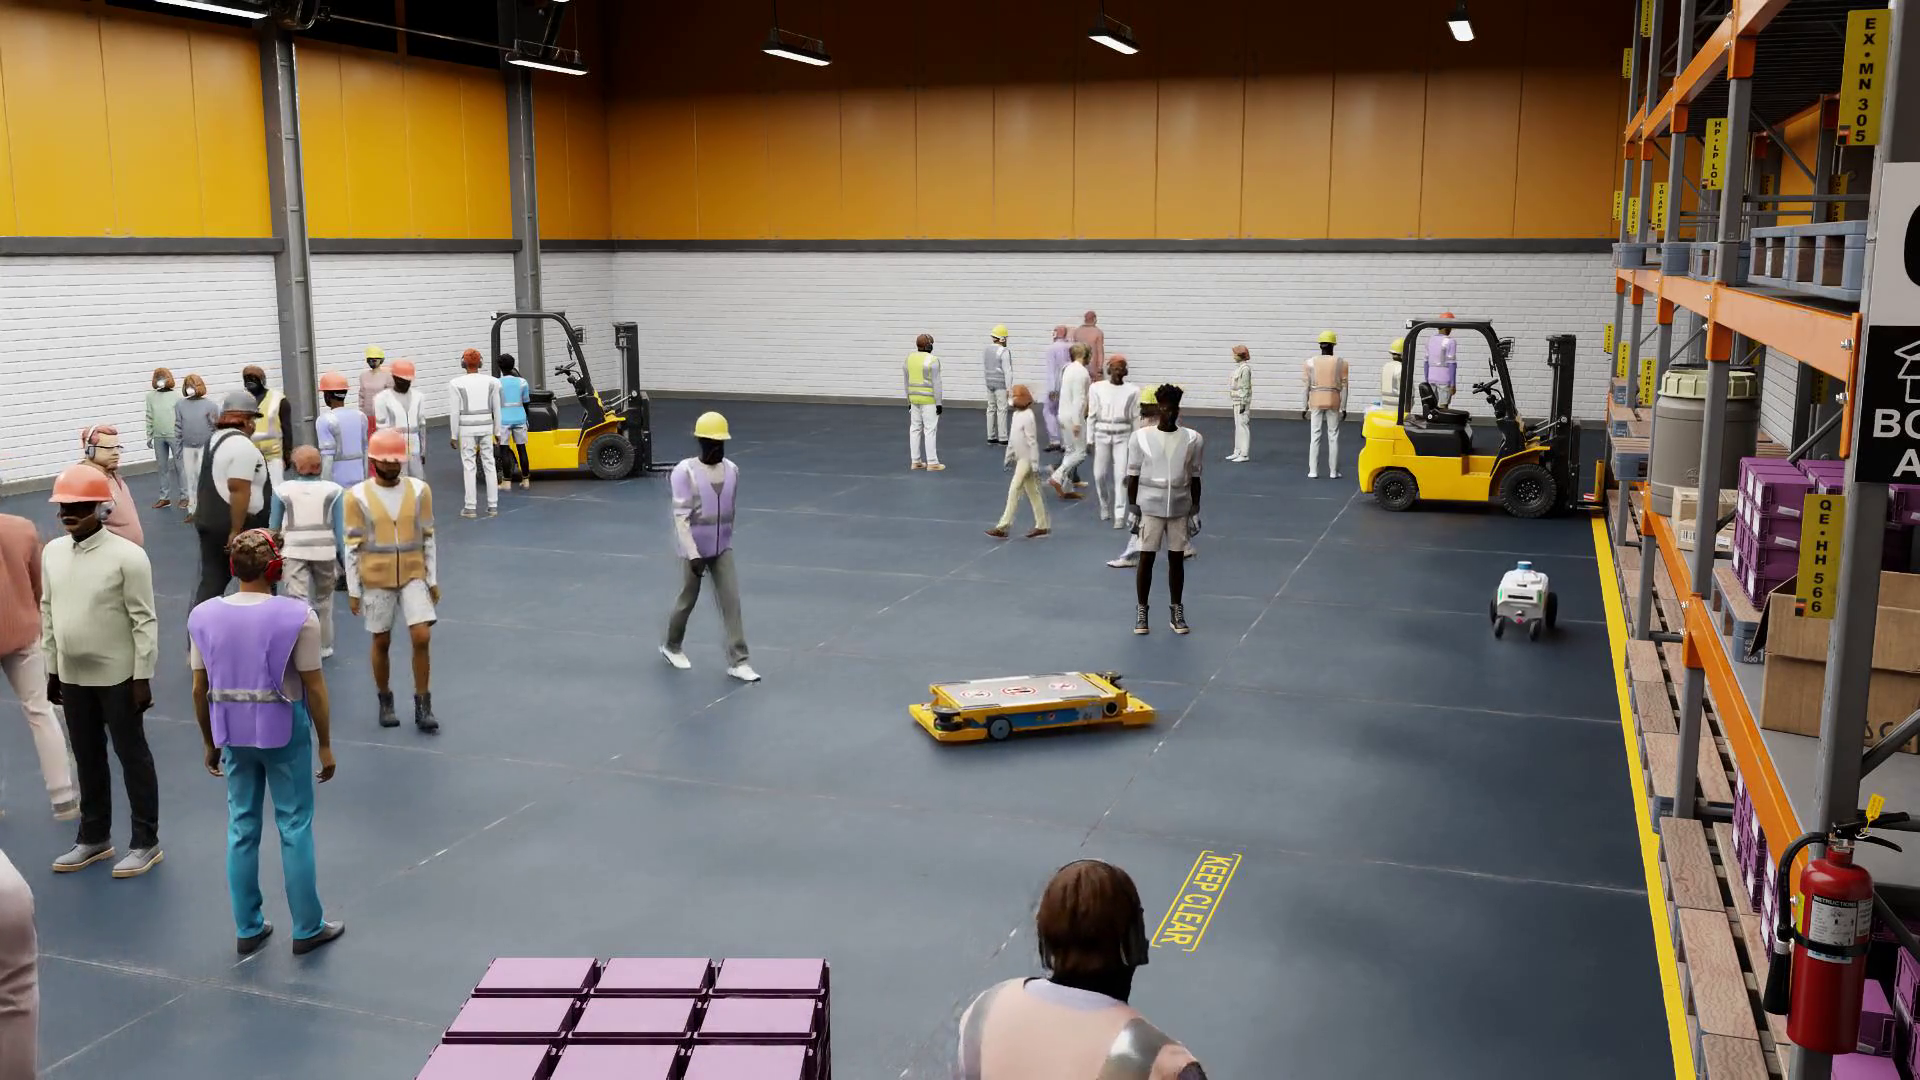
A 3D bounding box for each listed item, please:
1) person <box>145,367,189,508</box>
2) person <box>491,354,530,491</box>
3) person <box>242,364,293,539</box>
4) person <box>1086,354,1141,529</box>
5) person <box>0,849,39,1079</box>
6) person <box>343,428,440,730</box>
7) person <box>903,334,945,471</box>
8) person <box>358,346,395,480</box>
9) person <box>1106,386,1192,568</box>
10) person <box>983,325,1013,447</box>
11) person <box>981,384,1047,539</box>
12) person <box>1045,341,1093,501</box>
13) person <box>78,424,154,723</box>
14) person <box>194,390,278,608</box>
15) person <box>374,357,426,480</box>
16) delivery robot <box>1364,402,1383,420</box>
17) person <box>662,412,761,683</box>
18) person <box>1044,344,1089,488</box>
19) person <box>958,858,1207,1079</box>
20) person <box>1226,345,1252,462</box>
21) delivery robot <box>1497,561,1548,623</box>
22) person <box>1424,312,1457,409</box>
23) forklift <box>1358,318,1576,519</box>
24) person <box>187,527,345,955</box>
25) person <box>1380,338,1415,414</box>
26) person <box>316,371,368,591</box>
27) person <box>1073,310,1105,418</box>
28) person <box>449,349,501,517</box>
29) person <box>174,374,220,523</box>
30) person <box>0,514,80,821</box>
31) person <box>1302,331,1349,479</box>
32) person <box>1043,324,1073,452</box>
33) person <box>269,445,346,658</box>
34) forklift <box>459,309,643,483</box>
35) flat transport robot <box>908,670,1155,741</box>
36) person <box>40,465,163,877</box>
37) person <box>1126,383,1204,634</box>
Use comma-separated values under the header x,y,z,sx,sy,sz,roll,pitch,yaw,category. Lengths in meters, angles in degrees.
x,y,z,sx,sy,sz,roll,pitch,yaw,category
-9.139,-1.175,19.184,0.507,1.632,0.279,1,10,5,person
-5.568,-1.455,20.573,0.539,1.698,0.318,-9,13,-40,person
-7.065,-0.850,16.771,0.633,1.842,0.429,-1,10,-7,person
1.664,-1.081,18.020,0.600,1.862,0.760,2,10,10,person
-2.535,1.369,4.092,0.651,1.904,0.403,6,12,32,person
-3.498,0.259,10.321,0.574,1.912,0.679,-6,12,-29,person
-0.468,-1.856,22.434,0.622,1.844,0.429,8,13,40,person
-7.358,-1.567,21.010,0.522,1.772,0.302,2,10,13,person
1.839,-0.605,15.749,0.925,1.717,0.531,-3,10,-15,person
0.598,-2.328,25.114,0.403,1.833,0.591,-8,13,-37,person
0.554,-0.797,17.130,0.815,1.592,0.534,-2,10,-13,person
1.323,-1.396,19.656,0.547,1.907,0.655,-2,10,-12,person
-5.419,0.210,10.624,0.403,1.904,0.651,-2,10,-12,person
-5.307,-0.142,12.221,0.702,2.000,0.942,7,12,36,person
-5.756,-0.932,17.058,0.658,1.908,0.543,9,14,42,person
6.588,-1.946,26.300,0.477,0.478,0.707,2,10,9,delivery robot
-1.805,0.032,11.707,0.593,1.890,0.967,-9,14,-42,person
1.333,-1.514,20.567,0.636,1.830,0.520,-6,12,-29,person
0.305,1.545,3.378,0.492,1.808,0.681,-9,13,-40,person
3.937,-1.911,23.315,0.309,1.640,0.511,-1,10,-4,person
4.411,0.411,13.026,0.477,0.478,0.707,4,11,22,delivery robot
7.176,-2.368,24.771,0.401,2.037,0.607,-5,11,-26,person
5.787,-1.437,19.079,2.313,2.155,1.214,3,11,19,forklift
-2.962,0.867,7.086,0.570,1.843,0.373,1,10,4,person
5.658,-1.682,21.466,0.404,1.836,0.597,-3,10,-16,person
-5.447,-0.520,14.639,0.376,1.935,0.550,4,11,23,person
2.306,-3.078,29.193,0.647,1.888,0.504,7,12,34,person
-5.410,-1.190,18.583,0.591,1.881,0.337,-7,12,-35,person
-8.331,-0.998,18.181,0.500,1.636,0.285,0,10,2,person
-5.041,0.530,8.726,0.701,1.948,0.642,6,12,29,person
4.738,-1.747,21.599,0.585,1.920,0.383,3,10,15,person
1.468,-2.202,24.290,0.684,1.874,0.553,-8,13,-37,person
-4.668,0.127,11.919,0.552,1.611,0.776,-4,11,-19,person
-5.354,-1.902,21.697,2.313,2.155,1.214,-2,10,-13,forklift
0.448,1.038,10.552,1.431,0.197,0.652,-3,10,-18,flat transport robot
-4.149,0.627,8.008,0.616,1.997,0.373,3,10,14,person
1.599,-0.243,12.994,0.606,1.967,0.367,-1,10,-4,person
